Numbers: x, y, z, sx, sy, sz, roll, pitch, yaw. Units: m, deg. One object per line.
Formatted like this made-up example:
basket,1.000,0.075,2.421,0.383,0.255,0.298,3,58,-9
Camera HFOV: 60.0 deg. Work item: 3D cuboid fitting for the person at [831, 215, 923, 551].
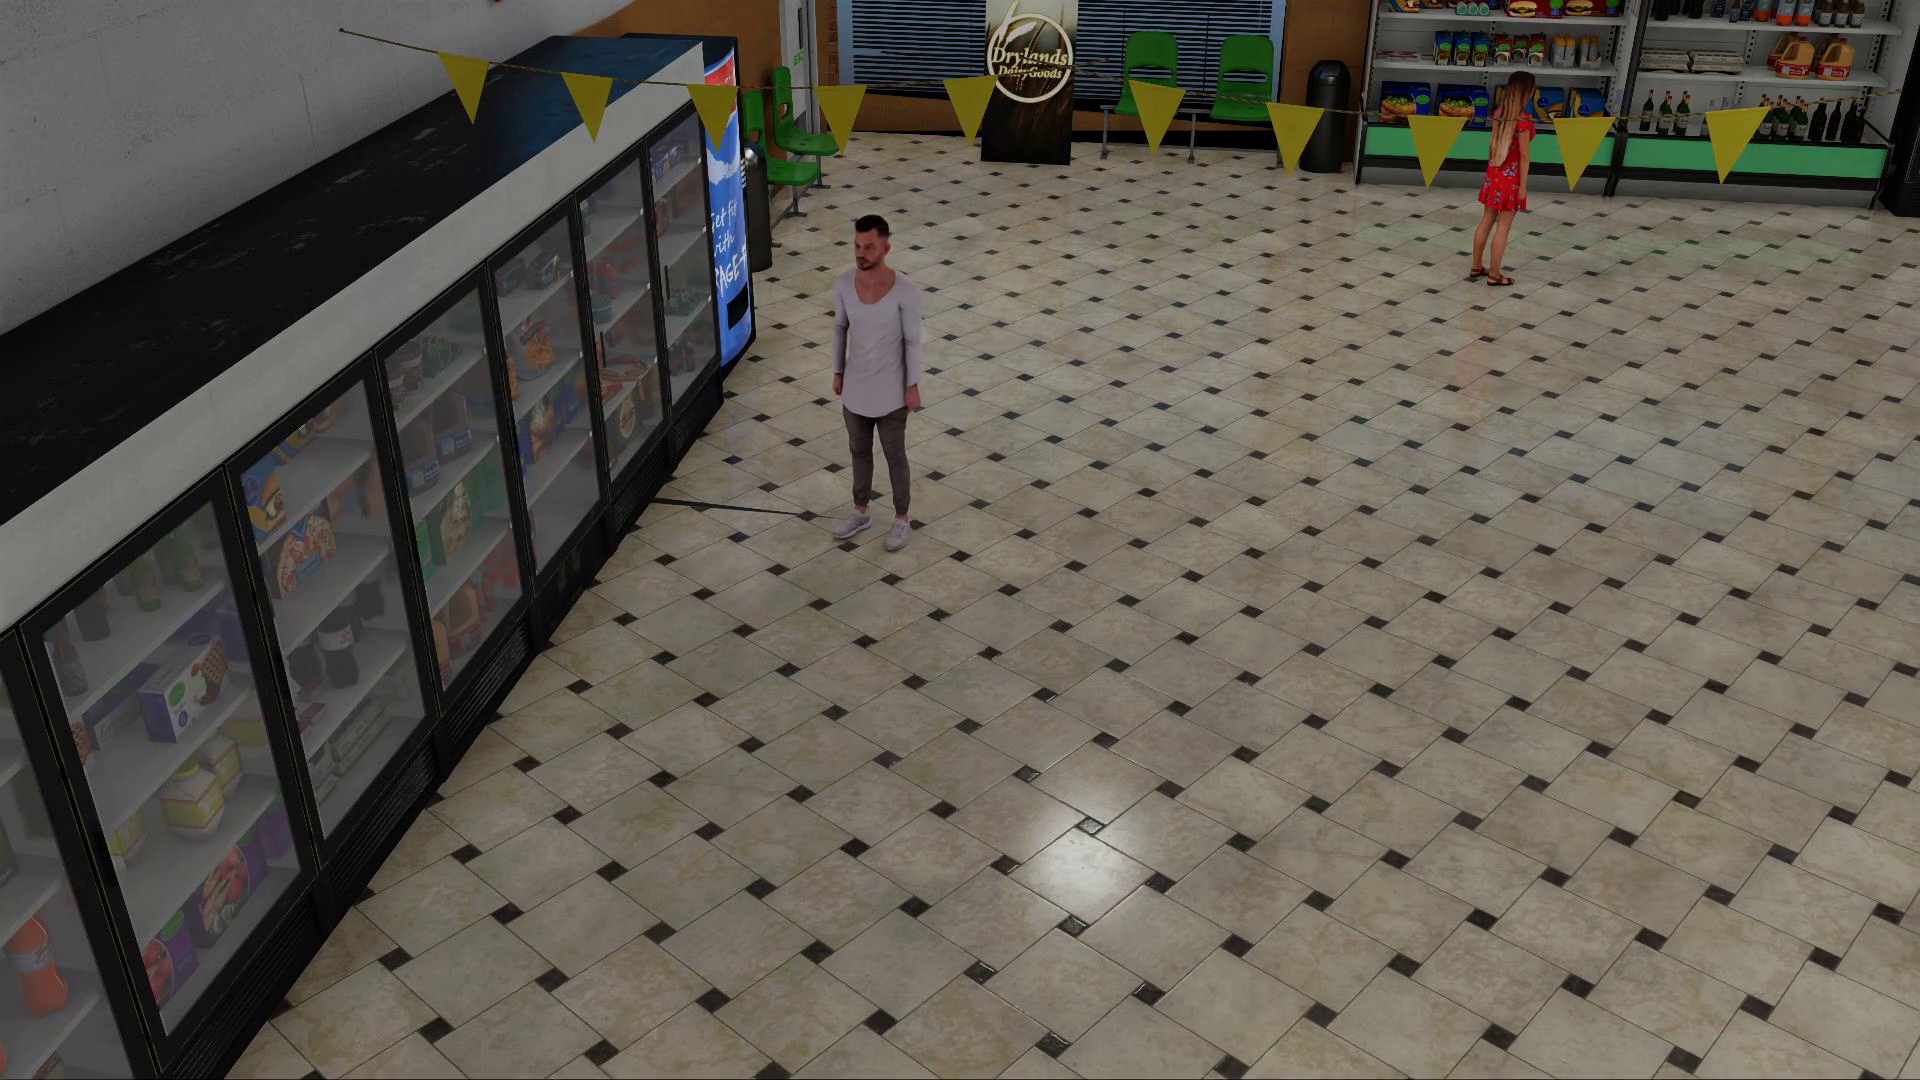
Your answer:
person,-0.442,-0.836,8.781,0.589,1.839,0.788,13,31,22

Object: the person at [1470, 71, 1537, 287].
person,4.082,-2.716,12.481,0.692,1.592,0.664,-11,30,-19
